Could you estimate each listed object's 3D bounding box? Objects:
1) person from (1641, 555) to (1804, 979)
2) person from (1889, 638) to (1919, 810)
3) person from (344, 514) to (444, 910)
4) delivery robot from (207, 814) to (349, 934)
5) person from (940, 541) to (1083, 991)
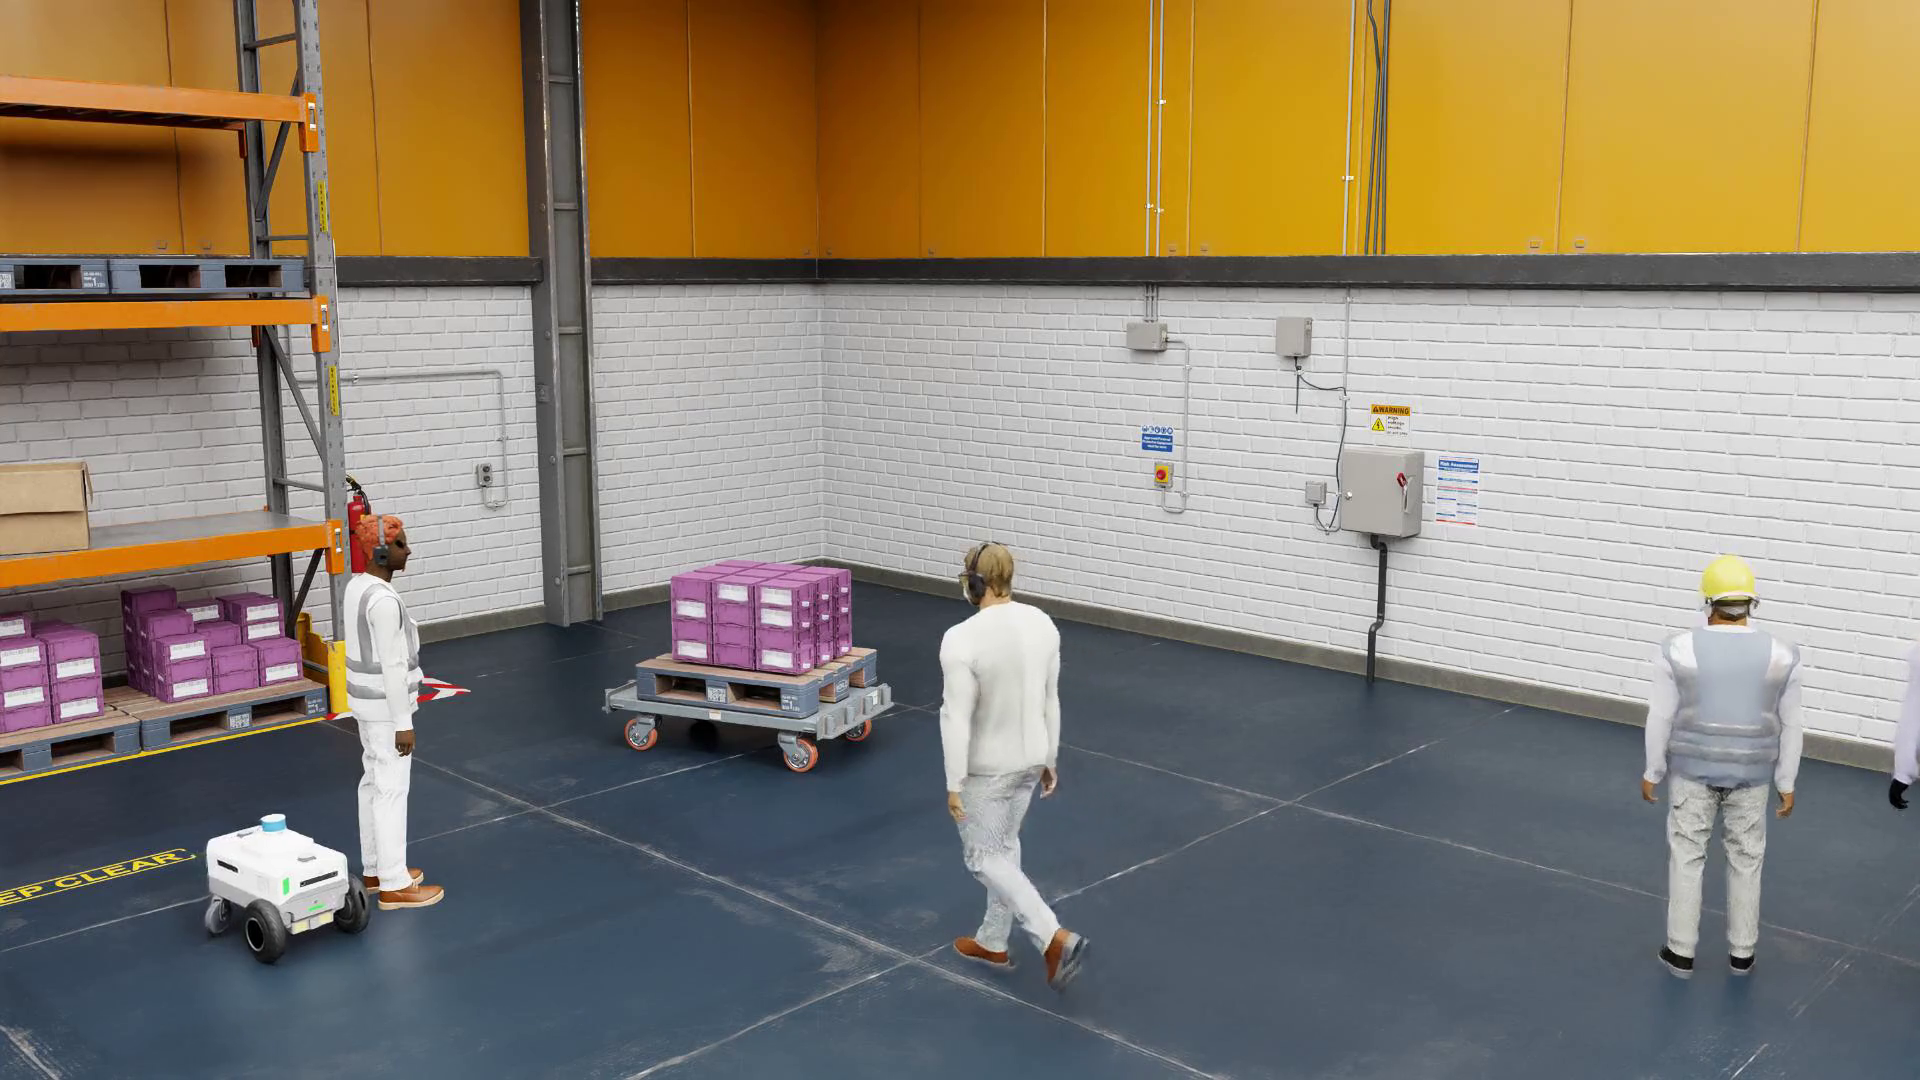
[{"bbox_3d":[3.256,0.980,7.128,0.621,1.827,0.406,3,10,16],"label":"person"},{"bbox_3d":[4.373,0.997,7.027,0.764,1.795,0.845,5,10,28],"label":"person"},{"bbox_3d":[-2.732,0.811,7.932,0.342,1.882,0.587,-6,11,-34],"label":"person"},{"bbox_3d":[-3.102,1.489,7.550,0.707,0.478,0.477,7,12,38],"label":"delivery robot"},{"bbox_3d":[0.228,0.959,6.959,0.636,1.914,0.745,-9,13,-43],"label":"person"}]
